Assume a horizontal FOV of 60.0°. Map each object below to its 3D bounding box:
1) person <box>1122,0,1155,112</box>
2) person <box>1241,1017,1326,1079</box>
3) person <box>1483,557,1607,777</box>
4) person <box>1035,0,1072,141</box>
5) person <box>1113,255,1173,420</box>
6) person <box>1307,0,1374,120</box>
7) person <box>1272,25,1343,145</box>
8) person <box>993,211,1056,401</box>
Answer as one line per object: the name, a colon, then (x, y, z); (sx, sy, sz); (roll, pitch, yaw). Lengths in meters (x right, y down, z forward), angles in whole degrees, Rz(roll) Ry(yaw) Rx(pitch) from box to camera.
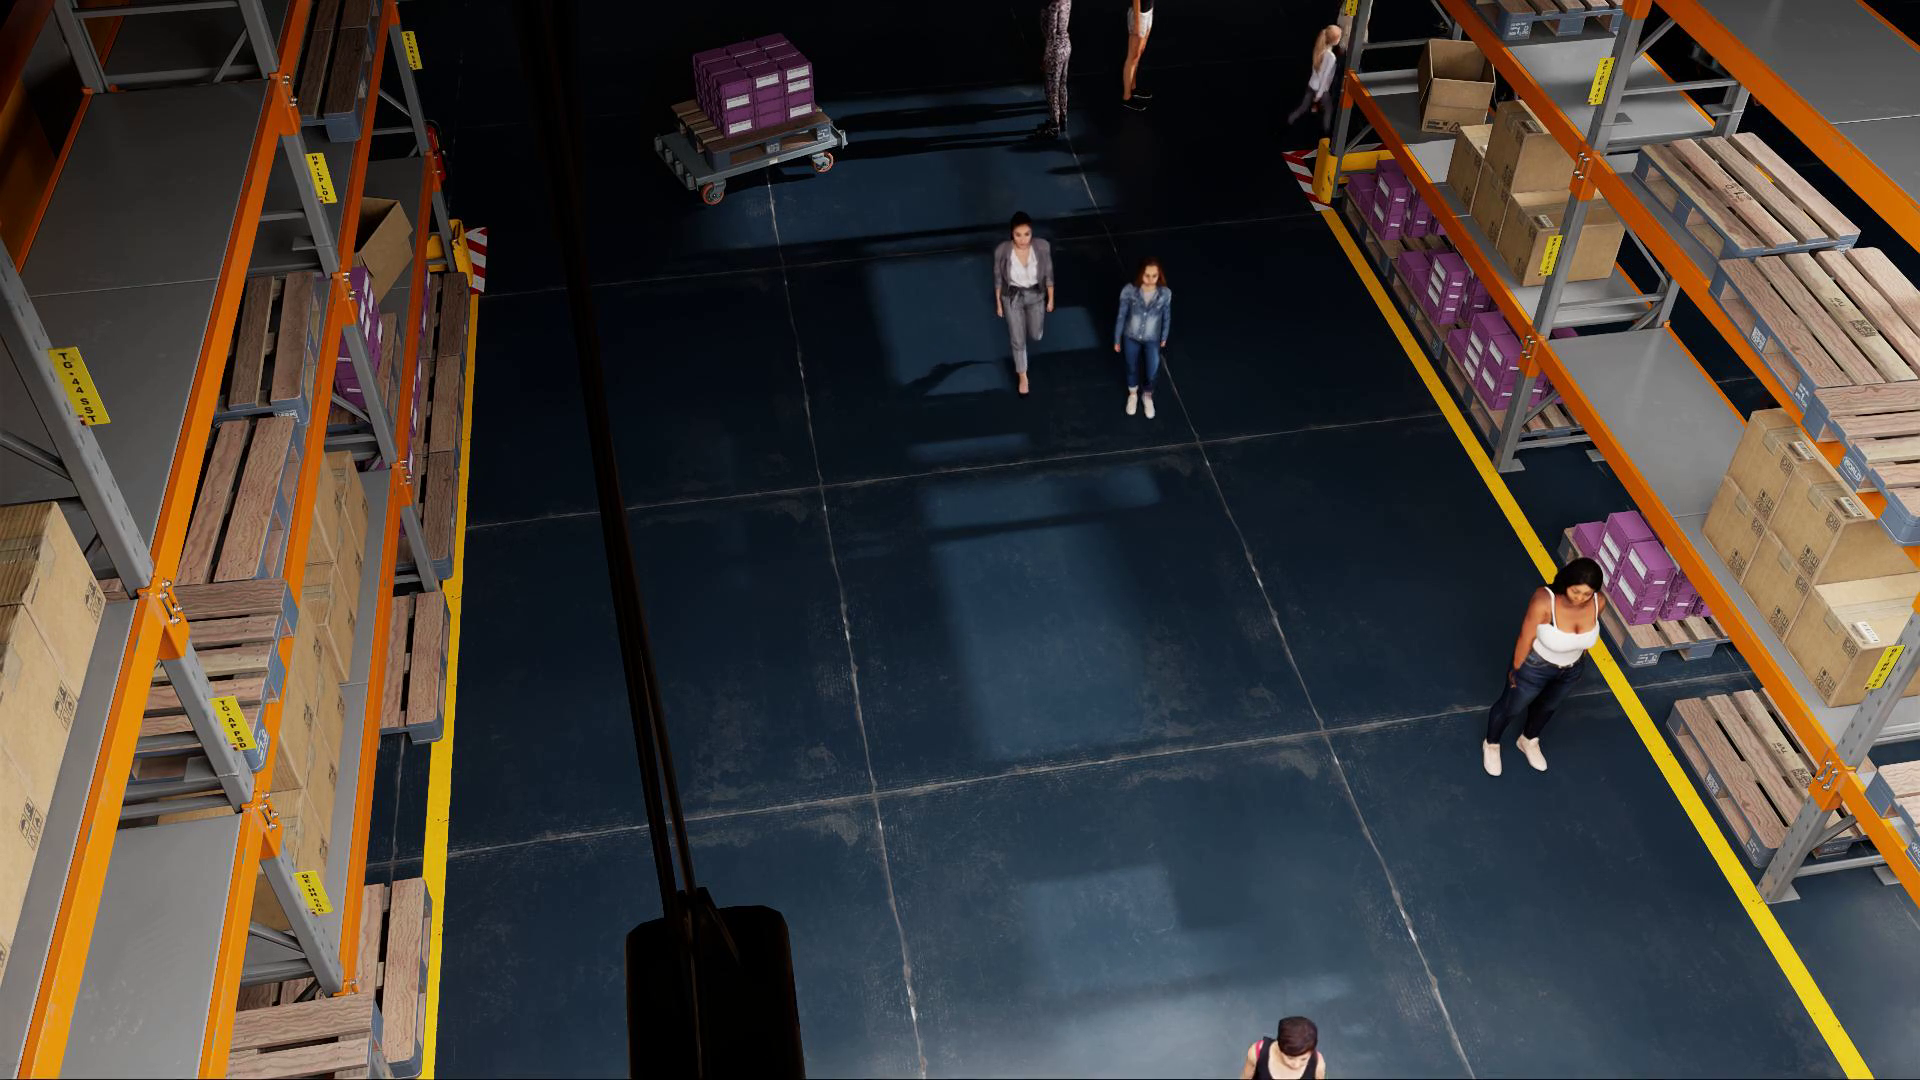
person: (1.784, -5.214, 16.472); (0.737, 1.844, 0.633); (16, 46, 16)
person: (1.591, 2.780, 8.311); (0.730, 1.527, 0.957); (6, 44, 6)
person: (3.602, 0.753, 10.237); (0.638, 1.806, 0.598); (-5, 44, -5)
person: (0.923, -4.685, 16.012); (0.747, 1.714, 0.673); (19, 47, 19)
person: (1.417, -1.636, 12.991); (0.638, 1.466, 0.625); (5, 44, 5)
person: (3.886, -4.843, 16.221); (1.050, 1.654, 1.009); (26, 49, 24)
person: (3.381, -4.323, 15.969); (0.697, 1.247, 0.916); (-18, 46, -18)
person: (0.498, -1.922, 13.153); (0.708, 1.656, 0.937); (-5, 44, -5)
